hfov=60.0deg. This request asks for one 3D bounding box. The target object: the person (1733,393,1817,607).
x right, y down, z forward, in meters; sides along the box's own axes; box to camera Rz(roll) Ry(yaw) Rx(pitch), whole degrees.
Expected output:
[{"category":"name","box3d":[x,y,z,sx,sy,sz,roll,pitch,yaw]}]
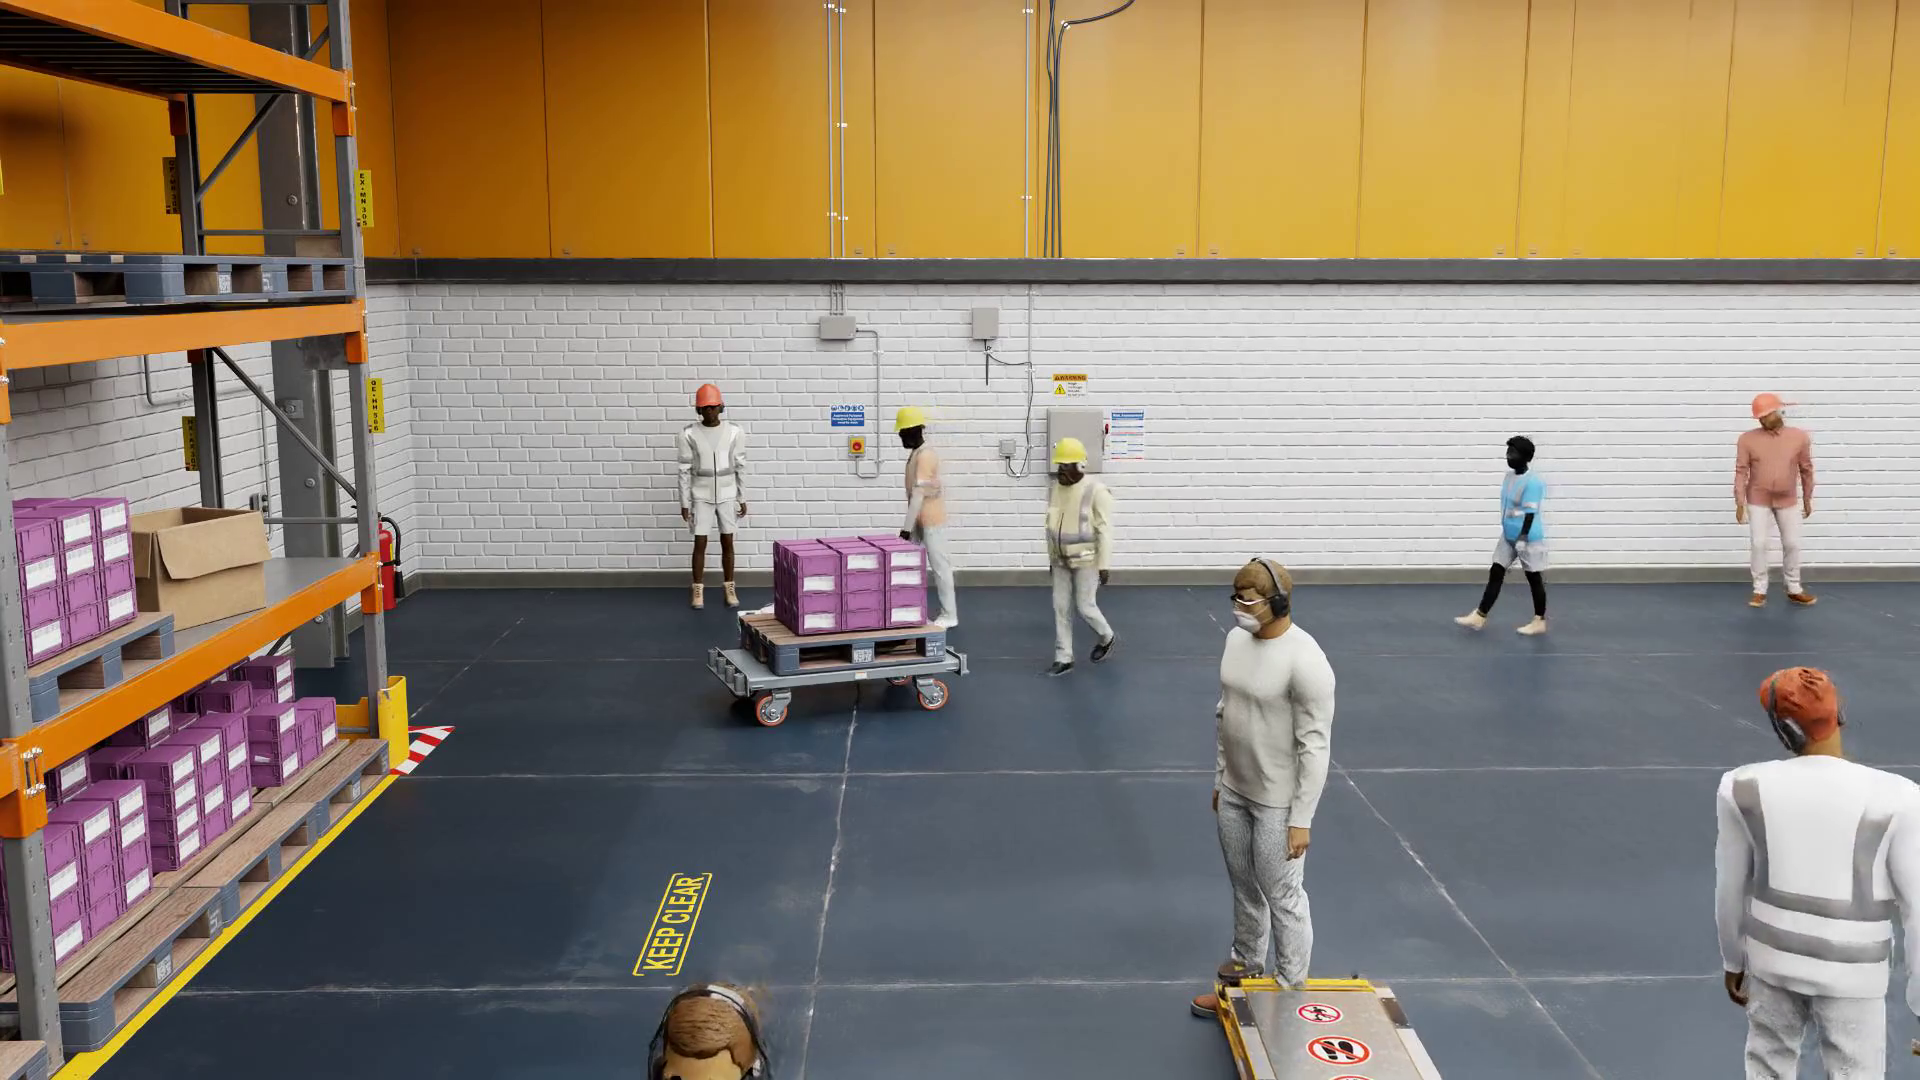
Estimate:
[{"category":"person","box3d":[7.290,-0.350,14.870,0.711,1.944,0.509,3,10,17]}]

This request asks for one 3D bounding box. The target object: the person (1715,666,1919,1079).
[{"category":"person","box3d":[2.616,1.320,4.949,0.750,1.855,0.372,8,12,41]}]

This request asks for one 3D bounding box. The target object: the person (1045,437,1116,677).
[{"category":"person","box3d":[0.908,0.119,12.432,0.616,1.807,0.622,8,12,41]}]

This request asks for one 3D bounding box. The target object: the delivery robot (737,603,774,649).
[{"category":"delivery robot","box3d":[-1.337,0.651,12.688,0.707,0.478,0.477,-2,9,-13]}]

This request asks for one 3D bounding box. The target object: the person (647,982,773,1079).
[{"category":"person","box3d":[-0.469,1.658,3.067,0.511,1.789,1.010,2,10,14]}]

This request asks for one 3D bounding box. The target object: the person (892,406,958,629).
[{"category":"person","box3d":[-0.390,-0.167,13.907,0.829,1.881,0.617,-2,9,-9]}]

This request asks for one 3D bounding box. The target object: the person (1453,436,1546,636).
[{"category":"person","box3d":[4.496,-0.020,13.672,0.820,1.656,0.557,-2,9,-10]}]

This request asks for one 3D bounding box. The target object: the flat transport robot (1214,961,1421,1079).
[{"category":"flat transport robot","box3d":[1.355,1.917,6.083,0.652,0.197,1.431,0,9,1]}]

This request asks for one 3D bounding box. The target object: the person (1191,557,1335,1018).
[{"category":"person","box3d":[1.193,1.015,6.533,0.372,1.934,0.627,-4,10,-25]}]

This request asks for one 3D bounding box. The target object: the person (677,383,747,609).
[{"category":"person","box3d":[-2.195,-0.382,14.821,0.611,2.033,0.442,-3,10,-15]}]
